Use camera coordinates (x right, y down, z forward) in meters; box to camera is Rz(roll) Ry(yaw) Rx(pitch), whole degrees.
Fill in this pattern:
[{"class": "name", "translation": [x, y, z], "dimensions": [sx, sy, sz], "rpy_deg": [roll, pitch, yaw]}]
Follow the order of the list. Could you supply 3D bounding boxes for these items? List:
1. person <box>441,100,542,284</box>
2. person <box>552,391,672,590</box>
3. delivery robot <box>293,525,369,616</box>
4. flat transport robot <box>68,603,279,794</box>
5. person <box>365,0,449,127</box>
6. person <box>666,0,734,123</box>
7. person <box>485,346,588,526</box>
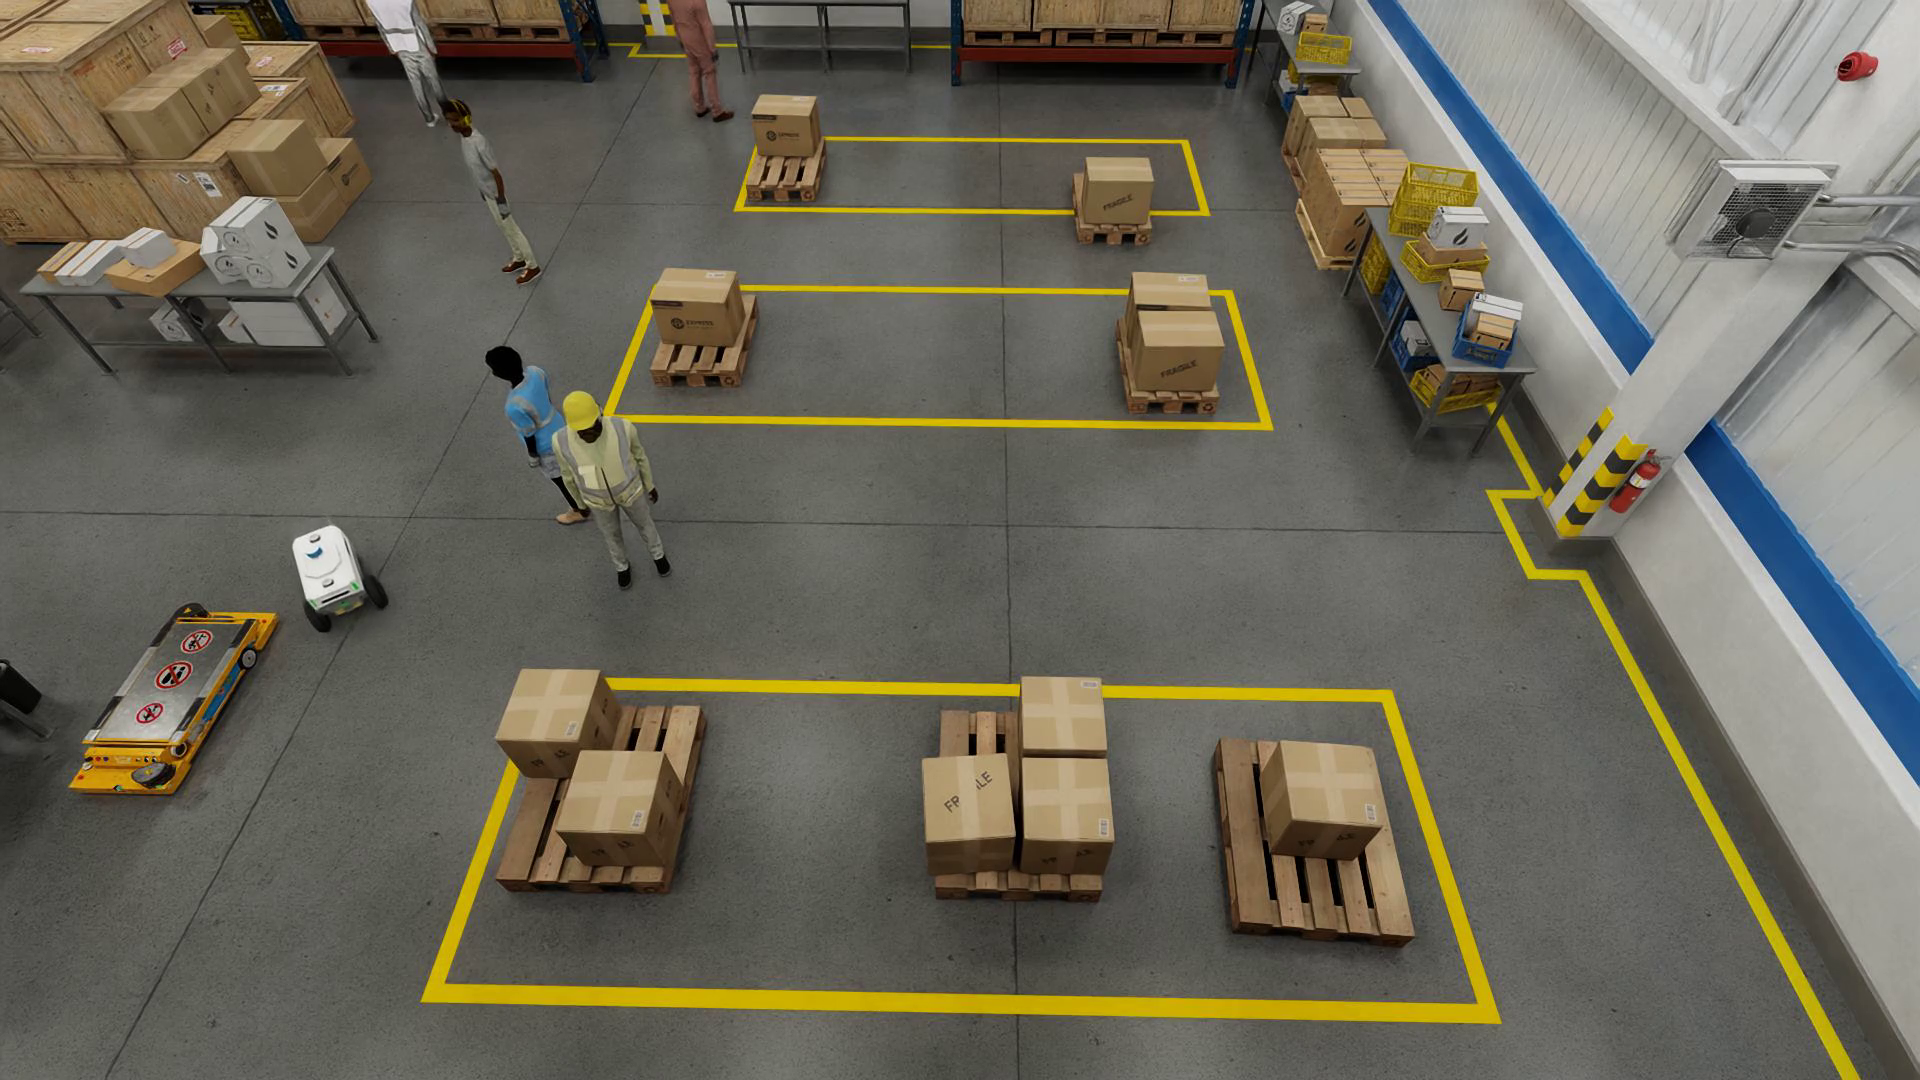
[{"class": "person", "translation": [-4.743, -3.495, 9.268], "dimensions": [0.321, 1.869, 0.532], "rpy_deg": [-36, 59, -27]}, {"class": "person", "translation": [-2.502, -0.348, 6.626], "dimensions": [0.586, 1.835, 0.403], "rpy_deg": [-17, 52, -14]}, {"class": "delivery robot", "translation": [-4.770, 0.217, 6.922], "dimensions": [0.477, 0.478, 0.707], "rpy_deg": [-27, 55, -21]}, {"class": "flat transport robot", "translation": [-5.504, 1.072, 6.442], "dimensions": [0.652, 0.197, 1.431], "rpy_deg": [1, 50, 1]}, {"class": "person", "translation": [-6.888, -6.173, 11.510], "dimensions": [0.606, 1.908, 0.399], "rpy_deg": [0, 50, 0]}, {"class": "person", "translation": [-3.321, -6.344, 11.655], "dimensions": [0.652, 1.904, 0.403], "rpy_deg": [29, 56, 22]}, {"class": "person", "translation": [-3.223, -0.800, 7.100], "dimensions": [0.319, 1.693, 0.532], "rpy_deg": [0, 50, 0]}]
